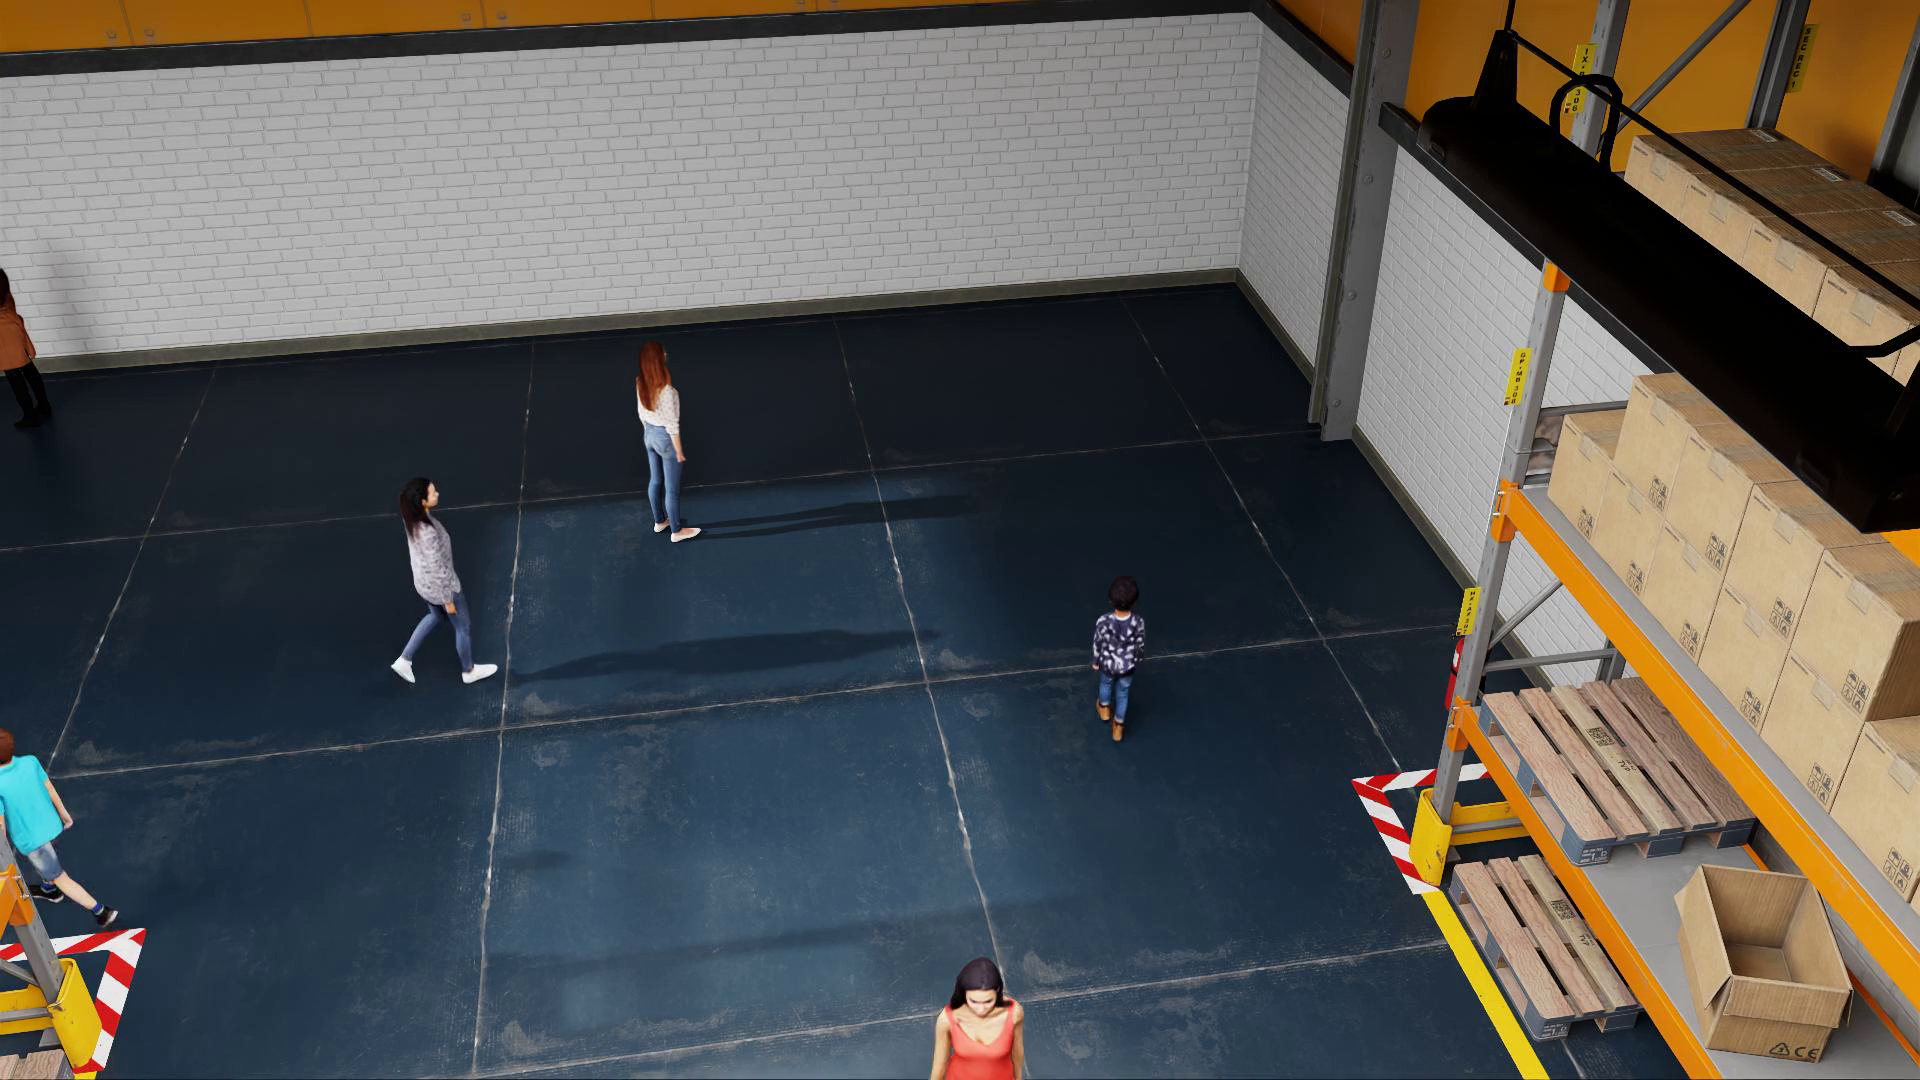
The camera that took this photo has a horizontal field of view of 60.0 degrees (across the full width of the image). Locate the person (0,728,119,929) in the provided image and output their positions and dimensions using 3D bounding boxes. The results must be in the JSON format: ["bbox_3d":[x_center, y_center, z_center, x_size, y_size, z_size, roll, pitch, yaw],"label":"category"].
[{"bbox_3d":[-5.324,1.708,9.704,0.894,1.418,1.006,10,35,15],"label":"person"}]

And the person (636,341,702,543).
[{"bbox_3d":[-2.367,-0.790,13.183,0.711,1.728,0.616,-29,43,-36],"label":"person"}]

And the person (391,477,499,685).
[{"bbox_3d":[-3.697,0.330,11.509,0.954,1.715,0.979,-24,40,-31],"label":"person"}]

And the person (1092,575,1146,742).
[{"bbox_3d":[1.064,0.822,11.202,0.577,1.235,0.688,1,34,2],"label":"person"}]

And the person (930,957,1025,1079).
[{"bbox_3d":[0.092,2.609,8.114,0.706,1.678,1.078,-2,34,-3],"label":"person"}]

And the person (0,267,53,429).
[{"bbox_3d":[-8.442,-1.805,14.717,0.779,1.720,0.627,4,34,5],"label":"person"}]
